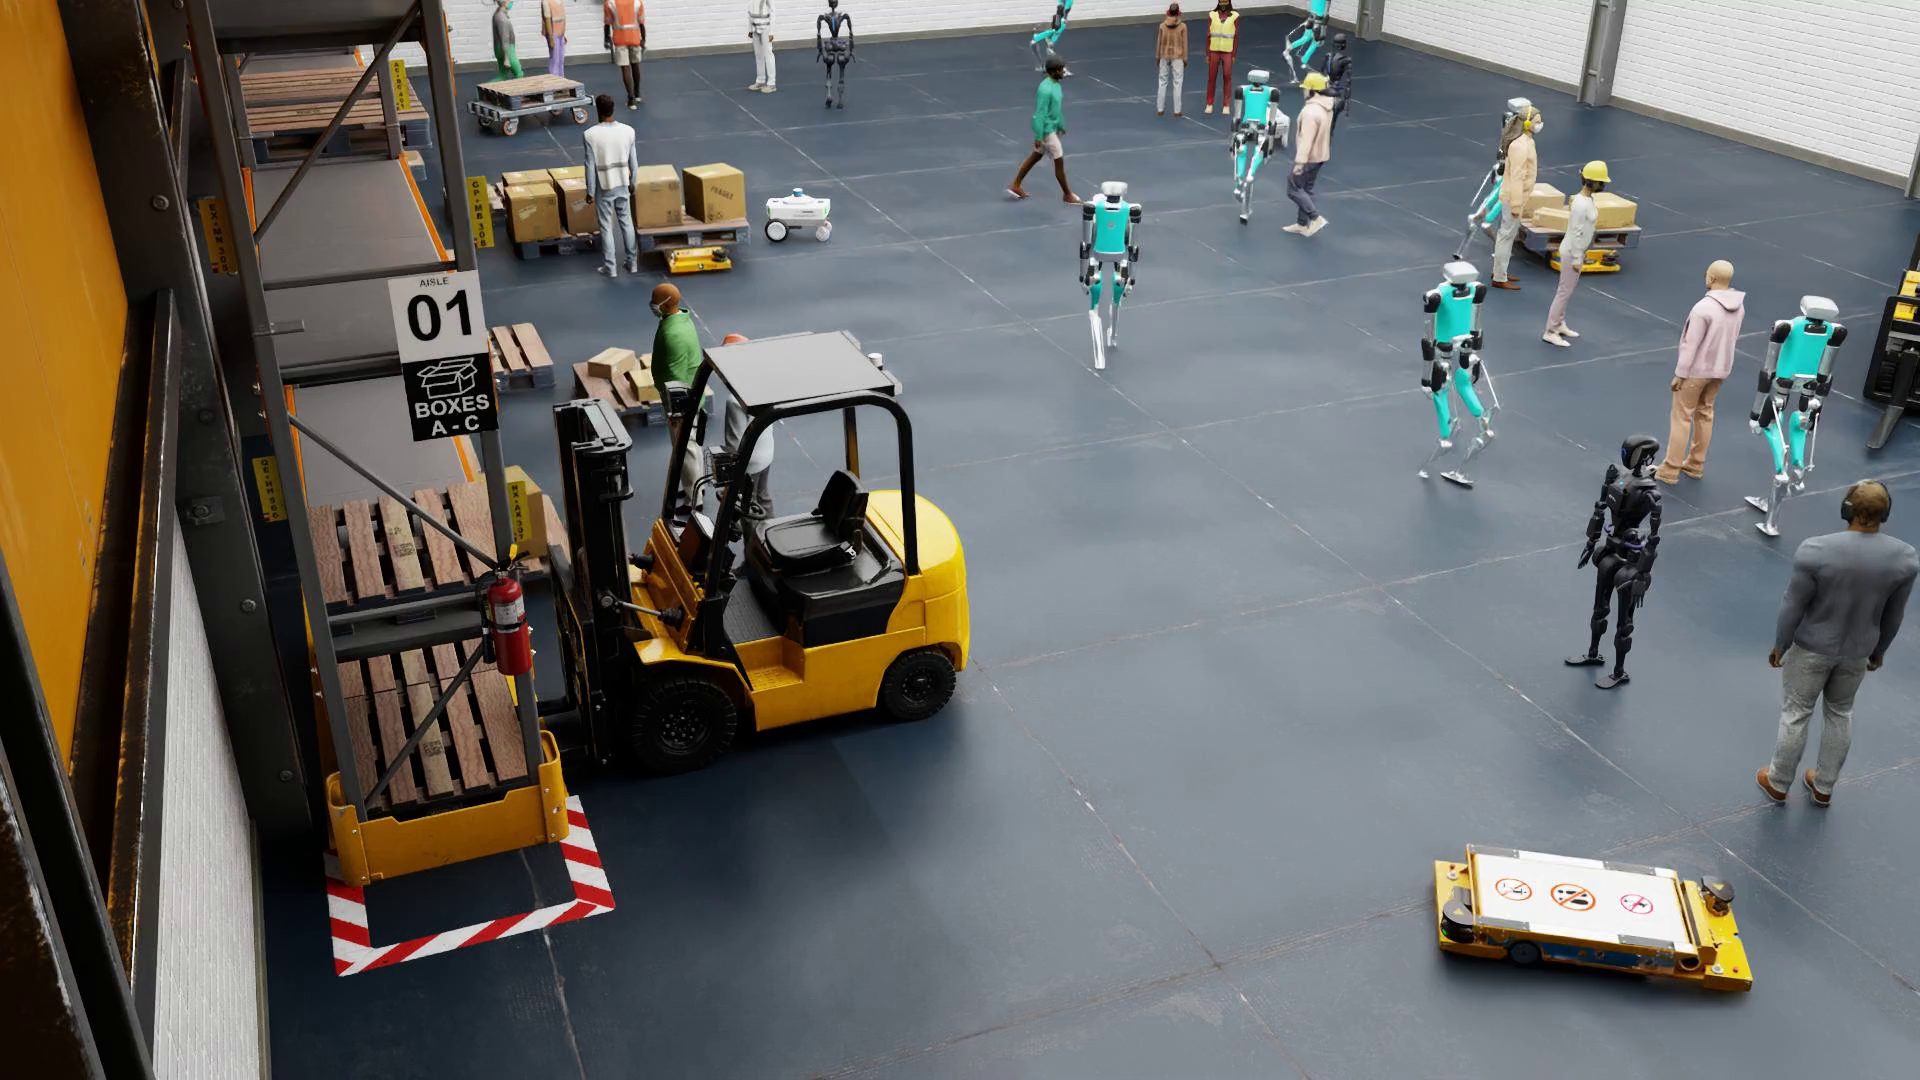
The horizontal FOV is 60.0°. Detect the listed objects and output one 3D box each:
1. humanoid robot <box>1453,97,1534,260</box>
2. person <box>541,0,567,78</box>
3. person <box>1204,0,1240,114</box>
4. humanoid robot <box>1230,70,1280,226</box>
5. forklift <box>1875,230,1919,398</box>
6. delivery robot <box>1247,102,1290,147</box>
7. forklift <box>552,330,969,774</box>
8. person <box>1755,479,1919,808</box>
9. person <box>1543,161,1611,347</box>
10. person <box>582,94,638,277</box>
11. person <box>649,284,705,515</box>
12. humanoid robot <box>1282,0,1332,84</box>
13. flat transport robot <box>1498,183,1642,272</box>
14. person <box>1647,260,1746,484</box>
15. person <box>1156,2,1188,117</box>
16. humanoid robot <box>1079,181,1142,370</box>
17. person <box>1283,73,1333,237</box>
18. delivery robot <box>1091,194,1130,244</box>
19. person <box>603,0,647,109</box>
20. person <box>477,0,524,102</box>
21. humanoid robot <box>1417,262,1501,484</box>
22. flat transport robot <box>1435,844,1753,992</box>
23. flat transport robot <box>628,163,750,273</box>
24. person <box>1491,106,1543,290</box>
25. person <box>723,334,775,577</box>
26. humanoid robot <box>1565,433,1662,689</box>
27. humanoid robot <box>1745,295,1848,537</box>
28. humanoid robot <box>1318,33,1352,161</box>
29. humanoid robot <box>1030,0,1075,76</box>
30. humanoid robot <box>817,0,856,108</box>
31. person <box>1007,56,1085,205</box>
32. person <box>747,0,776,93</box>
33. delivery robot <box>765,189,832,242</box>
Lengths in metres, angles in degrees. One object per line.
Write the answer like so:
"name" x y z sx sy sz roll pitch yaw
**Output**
"humanoid robot" 5.744 -3.837 18.083 0.769 1.878 0.536 -7 27 -13
"person" -6.248 -7.775 25.696 0.397 1.846 0.563 5 27 9
"person" 3.887 -7.245 24.736 0.470 1.765 0.365 7 28 14
"humanoid robot" 3.350 -4.495 19.357 0.530 1.771 1.013 8 28 16
"forklift" 9.029 -2.397 14.618 1.214 2.155 2.313 18 32 32
"delivery robot" 4.323 -5.820 23.226 0.499 0.576 0.768 -5 27 -10
"forklift" -1.094 0.010 9.831 2.313 2.155 1.214 -10 28 -20
"person" 4.720 0.581 8.999 0.631 1.927 0.377 2 27 4
"person" 5.849 -2.712 15.727 0.344 1.758 0.527 14 30 26
"person" -3.673 -3.743 17.613 0.606 1.908 0.404 -21 33 -35
"person" -2.093 -1.059 12.417 0.385 1.776 0.546 -2 27 -4
"humanoid robot" 5.481 -7.988 26.234 1.004 1.740 0.551 -11 29 -22
"flat transport robot" 6.725 -3.267 18.485 0.659 0.231 1.431 -2 27 -4
"person" 5.760 -1.285 12.869 0.539 1.775 0.405 -13 30 -24
"person" 3.114 -7.077 24.533 0.468 1.647 0.315 9 28 17
"humanoid robot" 1.371 -2.495 15.358 0.548 1.810 0.891 2 27 4
"person" 3.977 -4.359 18.892 0.473 1.853 0.820 15 31 28
"delivery robot" 1.695 -3.722 19.065 0.499 0.587 0.767 1 27 3
"person" -5.097 -7.574 25.221 0.604 1.918 0.907 -13 29 -24
"person" -6.796 -7.244 24.674 0.801 1.815 0.503 -14 30 -25
"humanoid robot" 3.848 -1.199 12.756 0.557 1.801 0.745 -11 29 -20
"flat transport robot" 3.117 1.869 8.270 1.431 0.231 0.659 6 27 11
"flat transport robot" -2.999 -3.280 18.512 0.659 0.231 1.431 -7 28 -14
"person" 5.754 -3.558 17.279 0.410 1.877 0.551 8 28 16
"person" -1.478 -0.587 11.517 0.350 1.740 0.573 8 28 15
"humanoid robot" 4.044 0.119 10.168 0.315 1.657 0.599 -7 28 -14
"humanoid robot" 6.082 -0.840 12.037 0.574 1.776 0.894 -1 27 -1
"humanoid robot" 4.965 -5.905 22.165 0.442 1.644 0.593 -16 31 -29
"humanoid robot" 1.466 -8.439 27.161 0.917 1.760 0.545 8 28 16
"humanoid robot" -1.877 -7.377 25.093 0.600 1.645 0.370 0 27 0
"person" 1.043 -4.993 20.224 0.976 1.796 0.577 7 28 14
"person" -3.119 -7.998 26.099 0.337 1.882 0.583 -24 35 -39
"delivery robot" -1.867 -3.720 19.085 0.813 0.609 0.499 1 27 1
